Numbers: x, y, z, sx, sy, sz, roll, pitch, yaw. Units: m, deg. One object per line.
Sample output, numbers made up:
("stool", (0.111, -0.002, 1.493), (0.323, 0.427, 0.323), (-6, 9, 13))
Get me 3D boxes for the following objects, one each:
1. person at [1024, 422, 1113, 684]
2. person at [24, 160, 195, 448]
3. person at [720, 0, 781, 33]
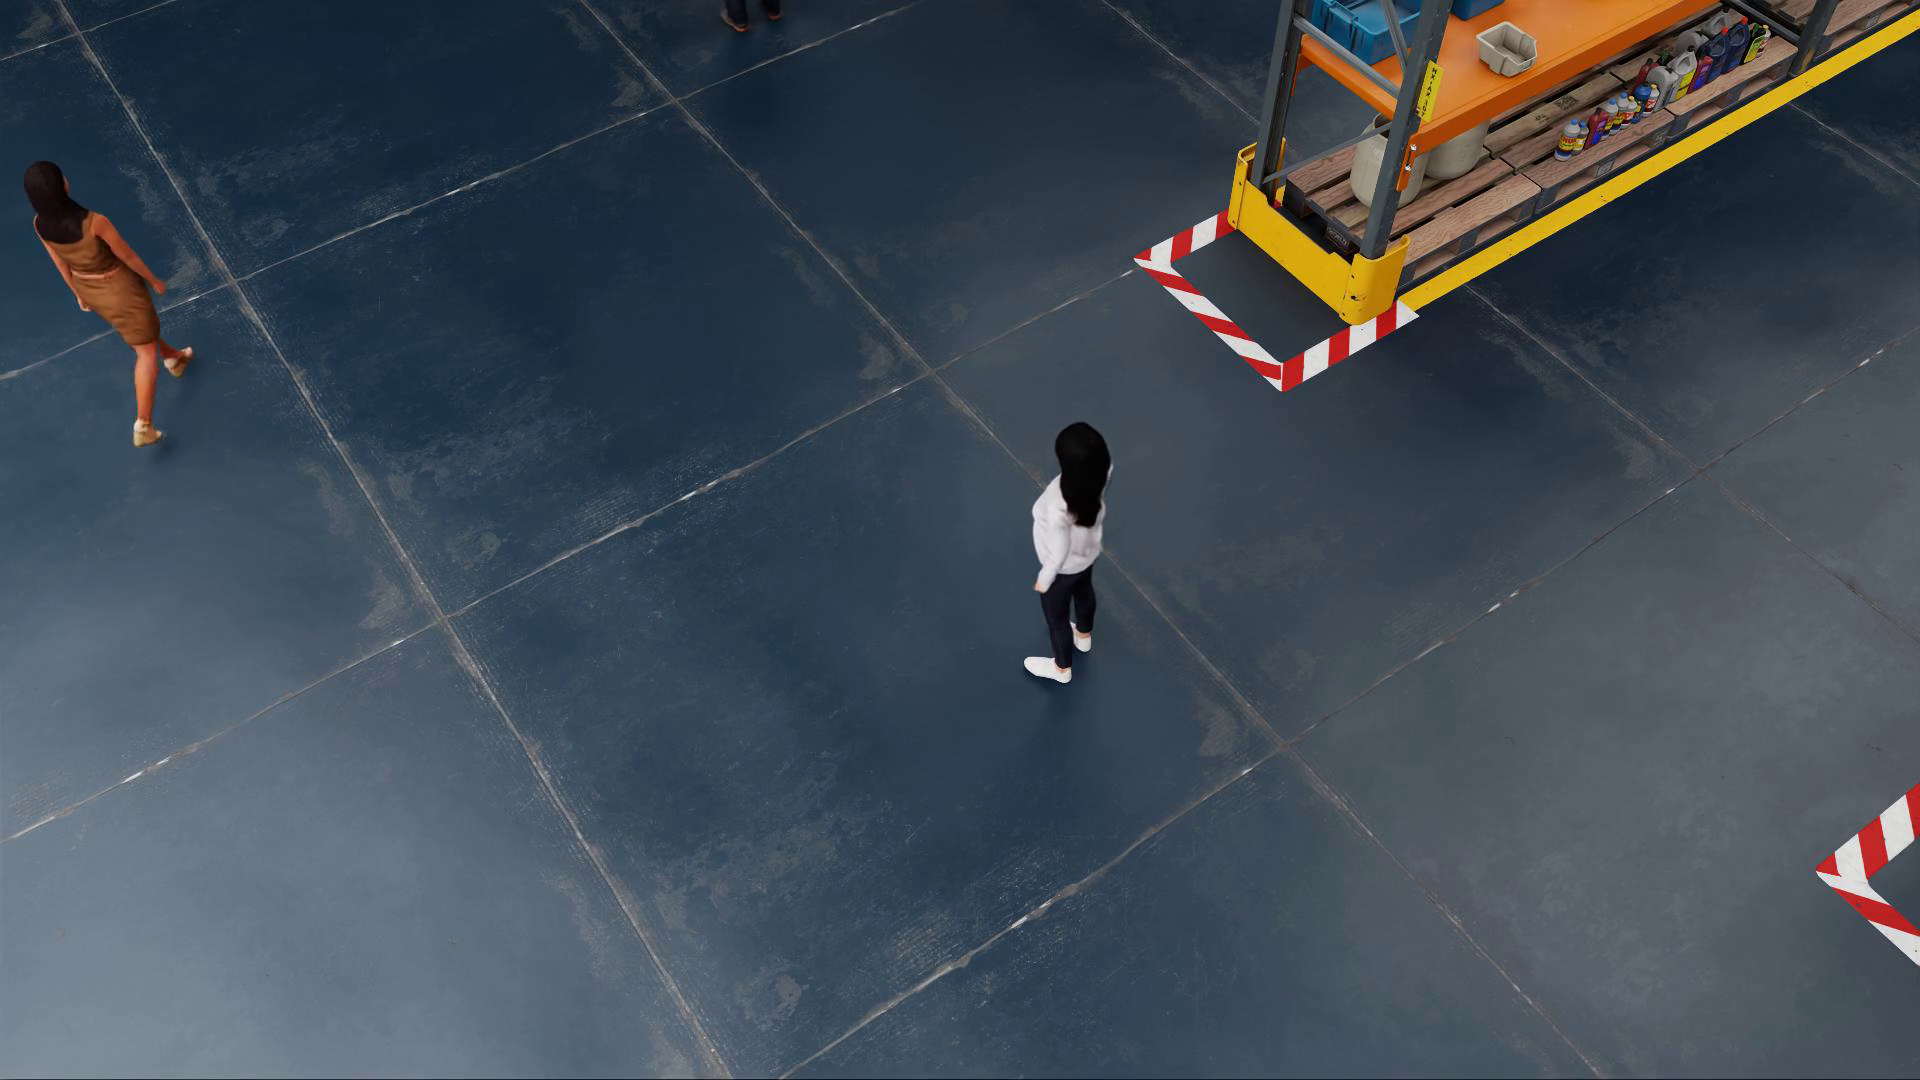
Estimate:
("person", (0.504, 0.064, 7.602), (0.763, 1.700, 0.634), (25, 56, 18))
("person", (-4.388, -1.214, 8.619), (1.004, 1.658, 1.077), (8, 53, 7))
("person", (-1.454, -4.181, 10.818), (0.497, 1.815, 0.712), (-26, 57, -19))
